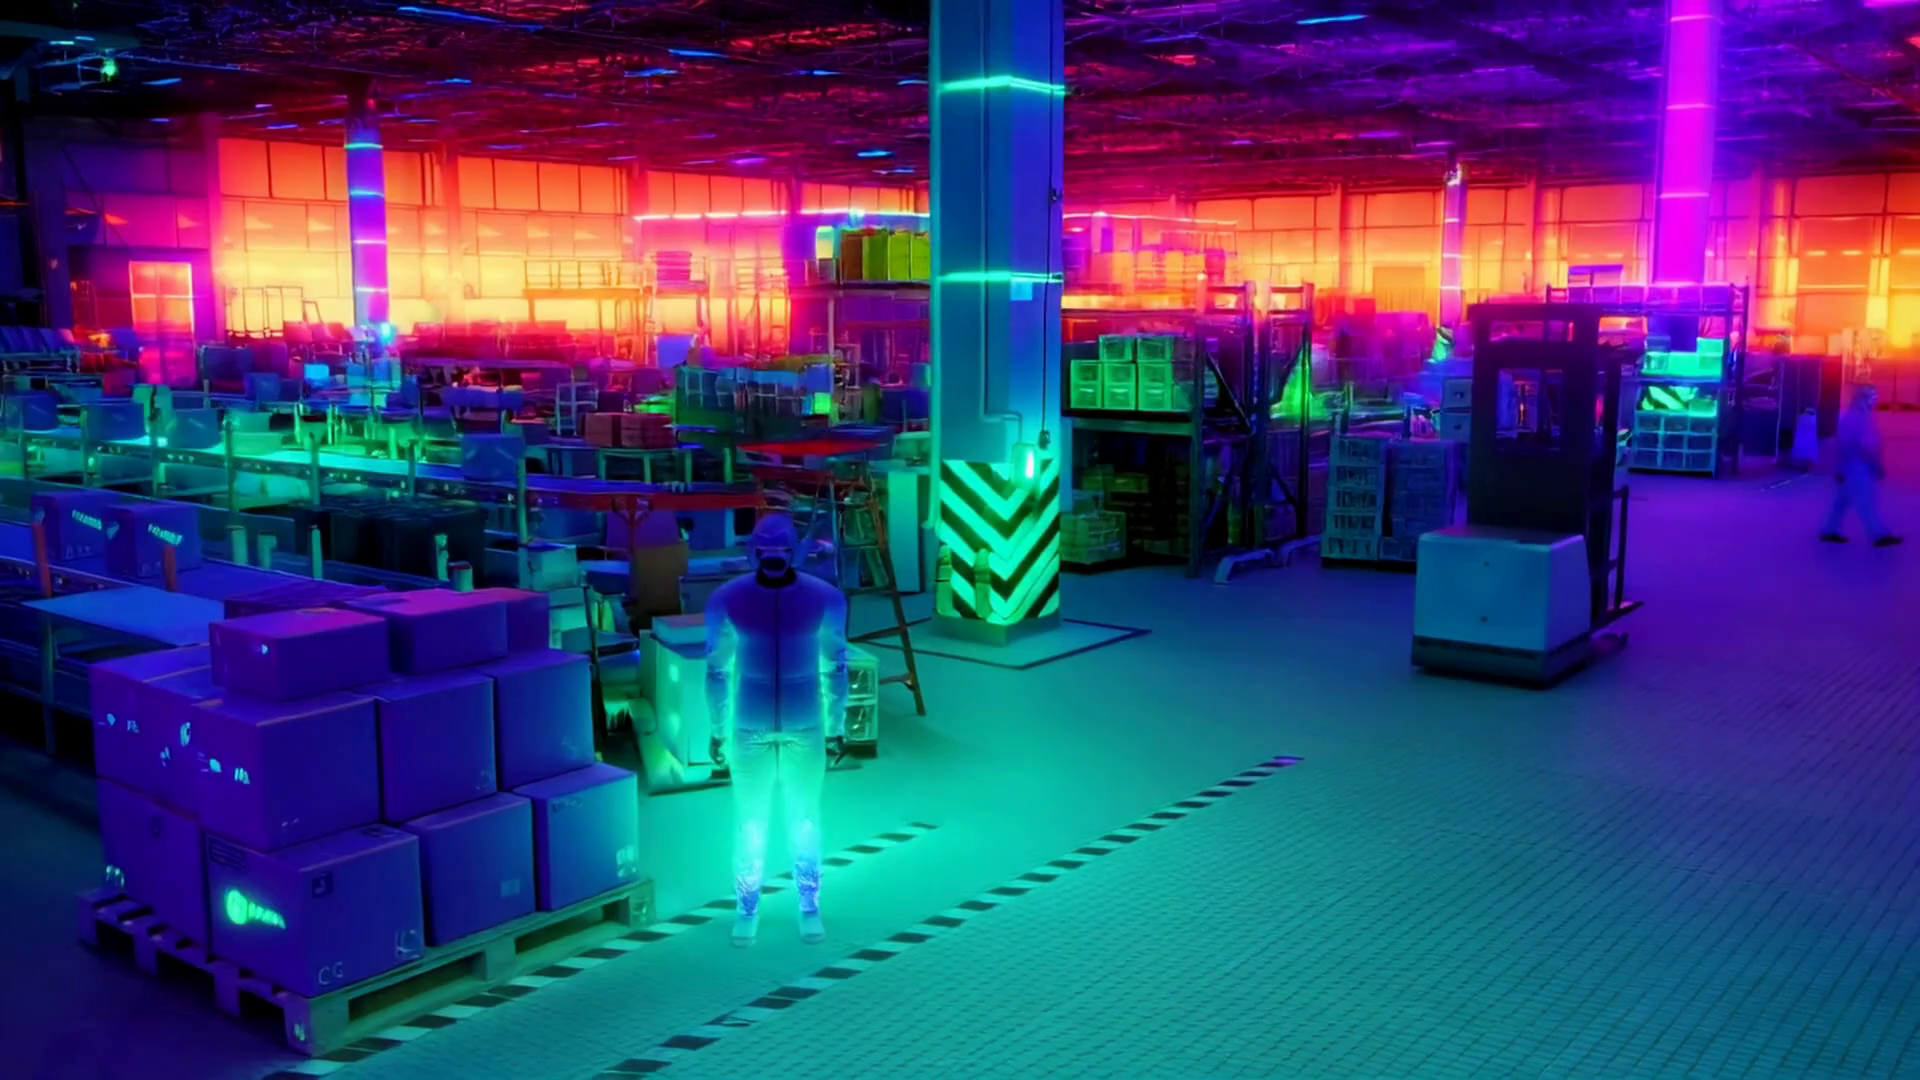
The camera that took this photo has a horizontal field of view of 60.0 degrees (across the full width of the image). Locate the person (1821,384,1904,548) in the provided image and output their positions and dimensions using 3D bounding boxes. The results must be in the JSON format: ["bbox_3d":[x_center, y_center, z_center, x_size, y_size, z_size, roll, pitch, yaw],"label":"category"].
[{"bbox_3d":[10.399,-0.855,19.086,0.669,1.850,0.980,-7,11,-38],"label":"person"}]

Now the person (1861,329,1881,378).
[{"bbox_3d":[31.351,-6.413,57.181,0.558,1.680,0.345,-1,8,-4],"label":"person"}]

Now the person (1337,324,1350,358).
[{"bbox_3d":[11.765,-5.623,50.861,0.545,1.979,0.615,-2,9,-11],"label":"person"}]

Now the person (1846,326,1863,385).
[{"bbox_3d":[28.377,-5.839,52.706,0.329,1.861,0.504,-3,9,-21],"label":"person"}]

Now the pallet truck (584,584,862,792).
[{"bbox_3d":[-1.426,0.805,10.019,1.601,1.201,0.680,-4,9,-26],"label":"pallet truck"}]

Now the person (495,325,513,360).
[{"bbox_3d":[-12.476,-4.851,45.412,0.615,2.041,0.392,6,10,34],"label":"person"}]

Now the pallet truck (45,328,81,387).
[{"bbox_3d":[-23.775,-4.544,43.495,1.885,1.965,0.823,6,10,35],"label":"pallet truck"}]

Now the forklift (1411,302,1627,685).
[{"bbox_3d":[4.379,-0.438,12.852,1.129,2.768,1.873,7,11,37],"label":"forklift"}]

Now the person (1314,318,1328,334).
[{"bbox_3d":[16.413,-9.213,75.679,0.647,1.792,0.905,2,9,11],"label":"person"}]

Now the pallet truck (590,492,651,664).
[{"bbox_3d":[-3.115,0.344,12.883,0.653,1.274,1.630,7,11,37],"label":"pallet truck"}]

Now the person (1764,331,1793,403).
[{"bbox_3d":[21.588,-4.530,43.730,0.545,1.911,0.845,-2,9,-10],"label":"person"}]

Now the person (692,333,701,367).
[{"bbox_3d":[-10.299,-7.659,64.926,0.383,1.873,0.640,-1,8,-7],"label":"person"}]

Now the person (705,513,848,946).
[{"bbox_3d":[-0.812,0.838,7.406,0.635,1.938,0.359,-1,9,-8],"label":"person"}]

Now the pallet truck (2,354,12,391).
[{"bbox_3d":[-24.881,-4.417,42.634,1.885,1.965,0.823,8,11,41],"label":"pallet truck"}]

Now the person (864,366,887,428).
[{"bbox_3d":[-1.319,-1.854,26.191,0.386,1.752,0.542,-2,9,-12],"label":"person"}]

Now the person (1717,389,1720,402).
[{"bbox_3d":[16.370,-3.380,36.339,0.607,1.789,0.925,-2,9,-15],"label":"person"}]

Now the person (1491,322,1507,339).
[{"bbox_3d":[16.035,-5.459,49.516,0.539,2.000,0.689,-7,11,-41],"label":"person"}]

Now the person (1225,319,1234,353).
[{"bbox_3d":[10.818,-7.951,66.689,0.389,1.929,0.547,2,9,14],"label":"person"}]
